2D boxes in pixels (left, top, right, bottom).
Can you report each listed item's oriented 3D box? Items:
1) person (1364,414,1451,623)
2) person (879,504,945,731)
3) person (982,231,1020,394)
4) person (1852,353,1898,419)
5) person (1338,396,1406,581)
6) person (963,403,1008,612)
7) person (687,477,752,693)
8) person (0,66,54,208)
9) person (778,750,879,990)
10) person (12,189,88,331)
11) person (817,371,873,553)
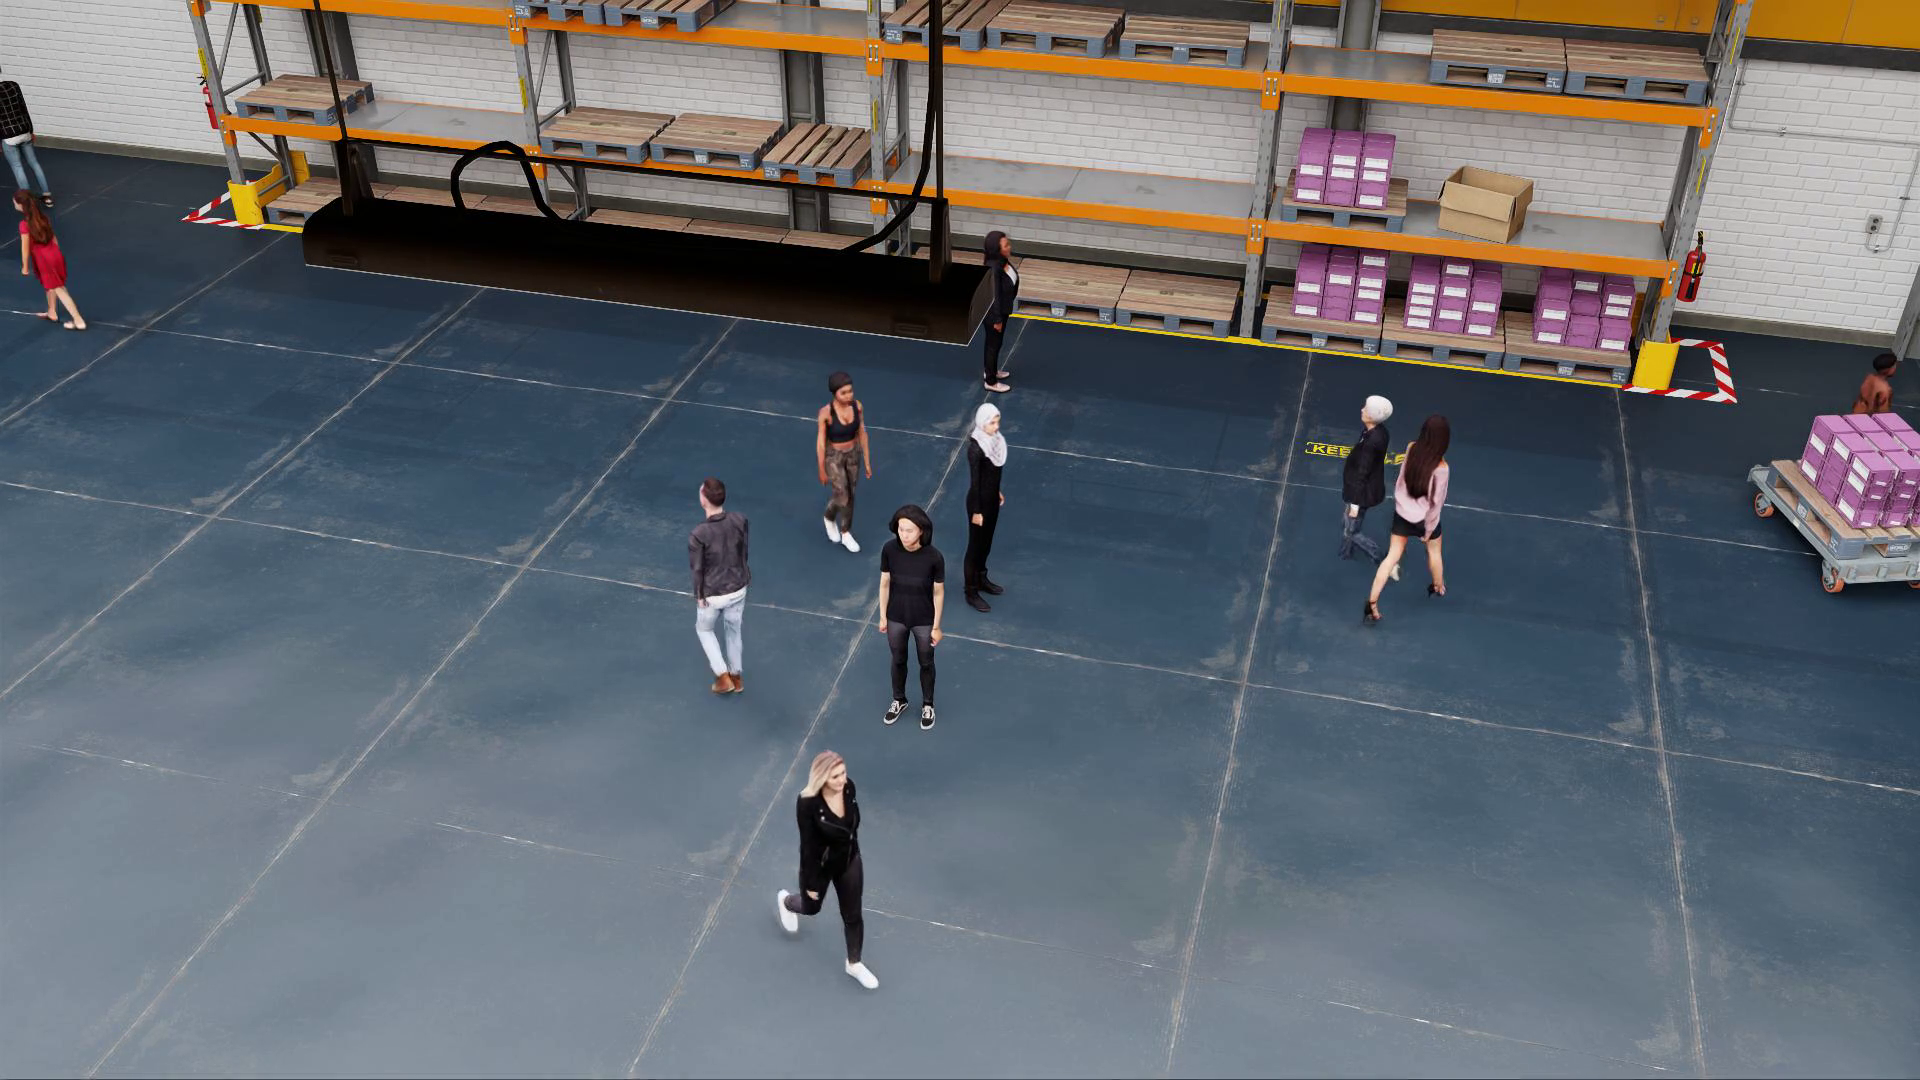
[{"bbox_3d":[3.433,-0.111,12.829,1.078,1.749,1.097,-21,39,-29],"label":"person"},{"bbox_3d":[-0.337,0.518,11.802,0.455,1.836,0.683,8,35,12],"label":"person"},{"bbox_3d":[0.338,-2.228,16.133,0.696,1.615,0.699,1,34,1],"label":"person"},{"bbox_3d":[7.967,-1.077,14.748,0.813,1.232,0.612,3,34,4],"label":"person"},{"bbox_3d":[3.351,-0.338,13.572,1.016,1.769,0.850,17,37,23],"label":"person"},{"bbox_3d":[0.184,-0.282,13.058,0.584,1.779,0.640,15,36,21],"label":"person"},{"bbox_3d":[-1.675,0.385,12.010,0.770,1.827,0.815,-22,39,-29],"label":"person"},{"bbox_3d":[-11.285,-4.827,19.858,0.623,1.821,0.715,16,37,22],"label":"person"},{"bbox_3d":[-0.836,1.899,9.884,1.011,1.661,1.160,-24,41,-32],"label":"person"},{"bbox_3d":[-9.363,-2.871,17.180,0.874,1.528,0.582,4,34,6],"label":"person"},{"bbox_3d":[-1.017,-0.673,13.729,0.769,1.688,0.830,-24,40,-31],"label":"person"}]
